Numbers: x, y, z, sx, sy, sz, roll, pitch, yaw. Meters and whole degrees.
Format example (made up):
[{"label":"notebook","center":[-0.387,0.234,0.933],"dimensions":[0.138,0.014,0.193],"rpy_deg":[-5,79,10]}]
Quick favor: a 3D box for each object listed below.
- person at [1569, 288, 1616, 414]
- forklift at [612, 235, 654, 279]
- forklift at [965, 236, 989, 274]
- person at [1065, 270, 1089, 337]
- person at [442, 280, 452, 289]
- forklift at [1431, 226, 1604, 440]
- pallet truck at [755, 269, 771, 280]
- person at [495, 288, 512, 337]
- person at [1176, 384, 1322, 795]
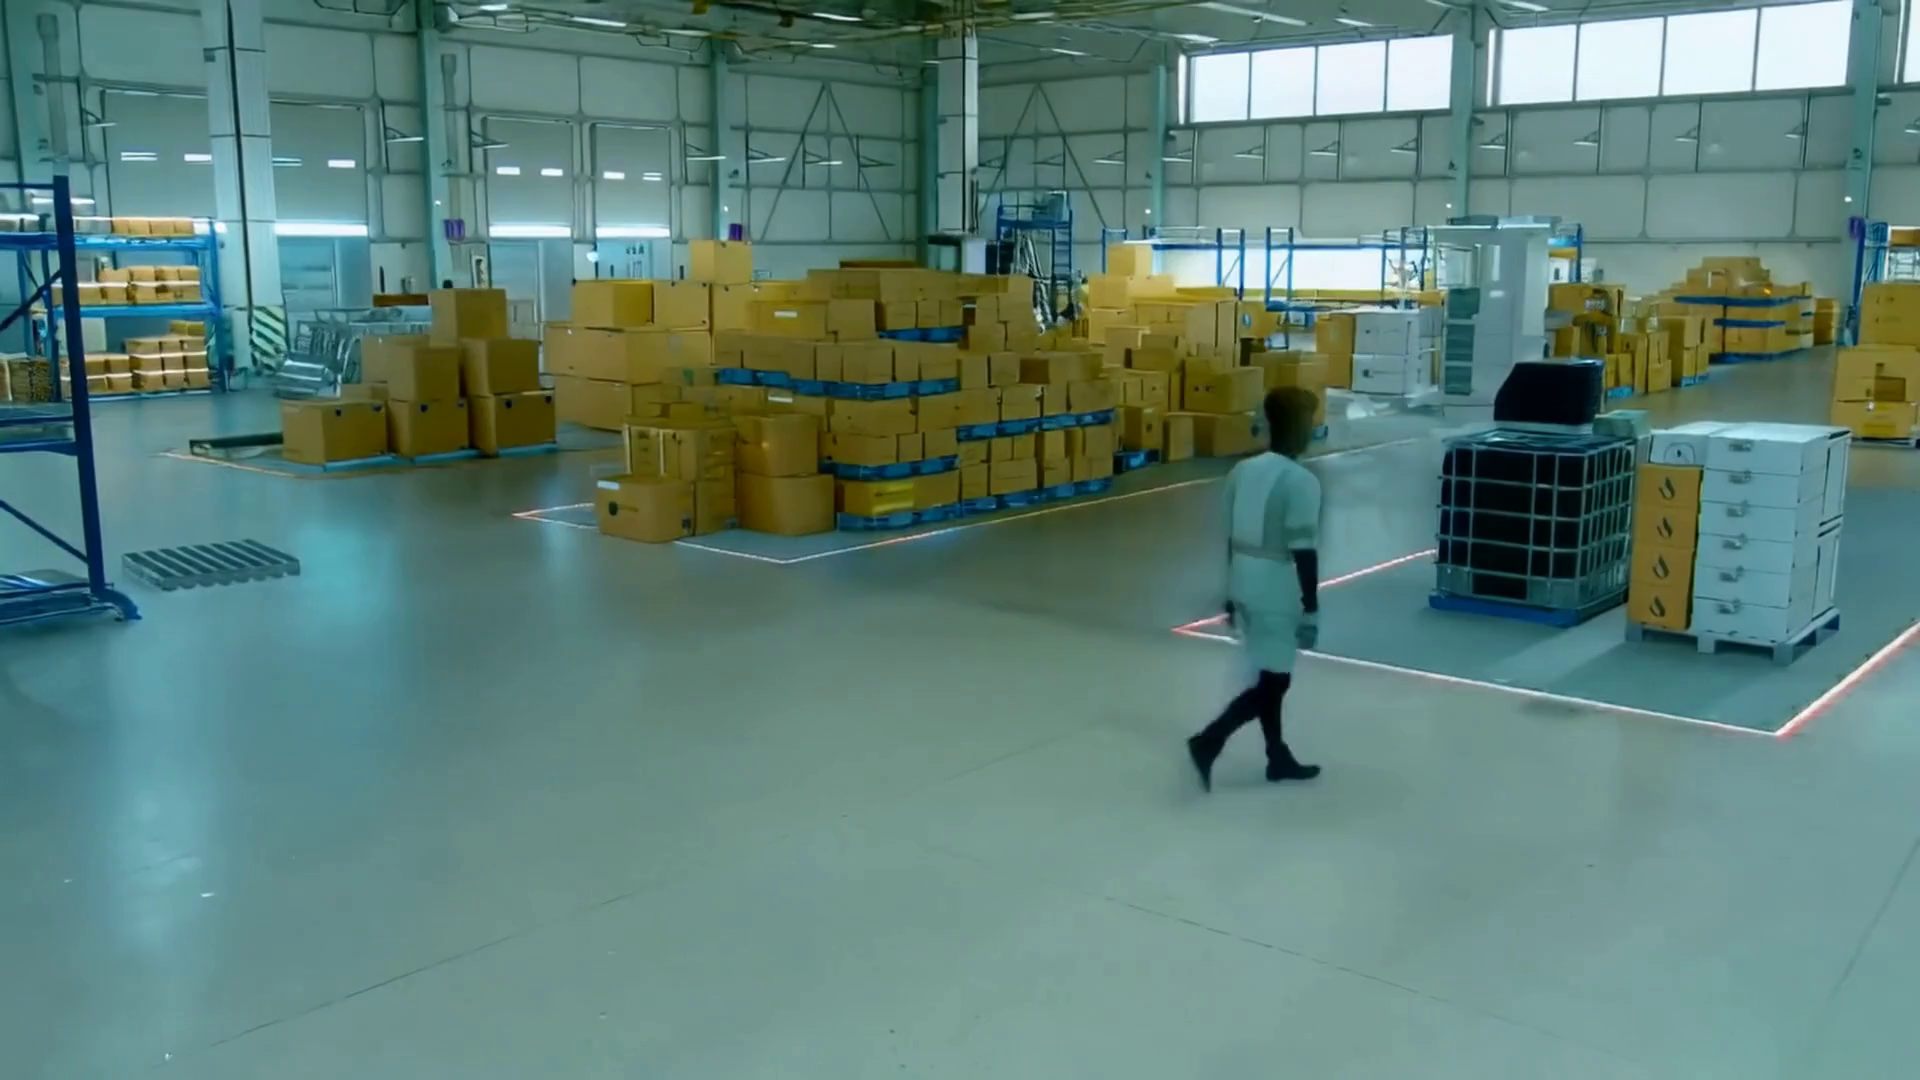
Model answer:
[{"label":"person","center":[8.790,-2.492,23.103],"dimensions":[0.625,1.990,0.395],"rpy_deg":[8,13,40]},{"label":"forklift","center":[-7.300,-5.450,37.421],"dimensions":[1.873,2.768,1.129],"rpy_deg":[8,13,40]},{"label":"forklift","center":[0.388,-5.707,38.883],"dimensions":[1.873,2.768,1.129],"rpy_deg":[2,10,13]},{"label":"person","center":[3.434,-6.801,47.902],"dimensions":[0.807,1.916,0.547],"rpy_deg":[4,11,21]},{"label":"person","center":[-11.642,-5.034,38.067],"dimensions":[0.983,1.837,0.583],"rpy_deg":[-7,12,-34]},{"label":"forklift","center":[7.339,-2.688,21.696],"dimensions":[1.873,2.768,1.129],"rpy_deg":[8,13,40]},{"label":"pallet truck","center":[-4.996,-6.432,45.525],"dimensions":[1.885,1.965,0.823],"rpy_deg":[-6,12,-32]},{"label":"person","center":[-7.119,-2.915,25.669],"dimensions":[0.637,1.938,0.355],"rpy_deg":[8,13,40]},{"label":"person","center":[1.355,0.250,7.682],"dimensions":[0.805,1.938,0.610],"rpy_deg":[-5,11,-24]}]
